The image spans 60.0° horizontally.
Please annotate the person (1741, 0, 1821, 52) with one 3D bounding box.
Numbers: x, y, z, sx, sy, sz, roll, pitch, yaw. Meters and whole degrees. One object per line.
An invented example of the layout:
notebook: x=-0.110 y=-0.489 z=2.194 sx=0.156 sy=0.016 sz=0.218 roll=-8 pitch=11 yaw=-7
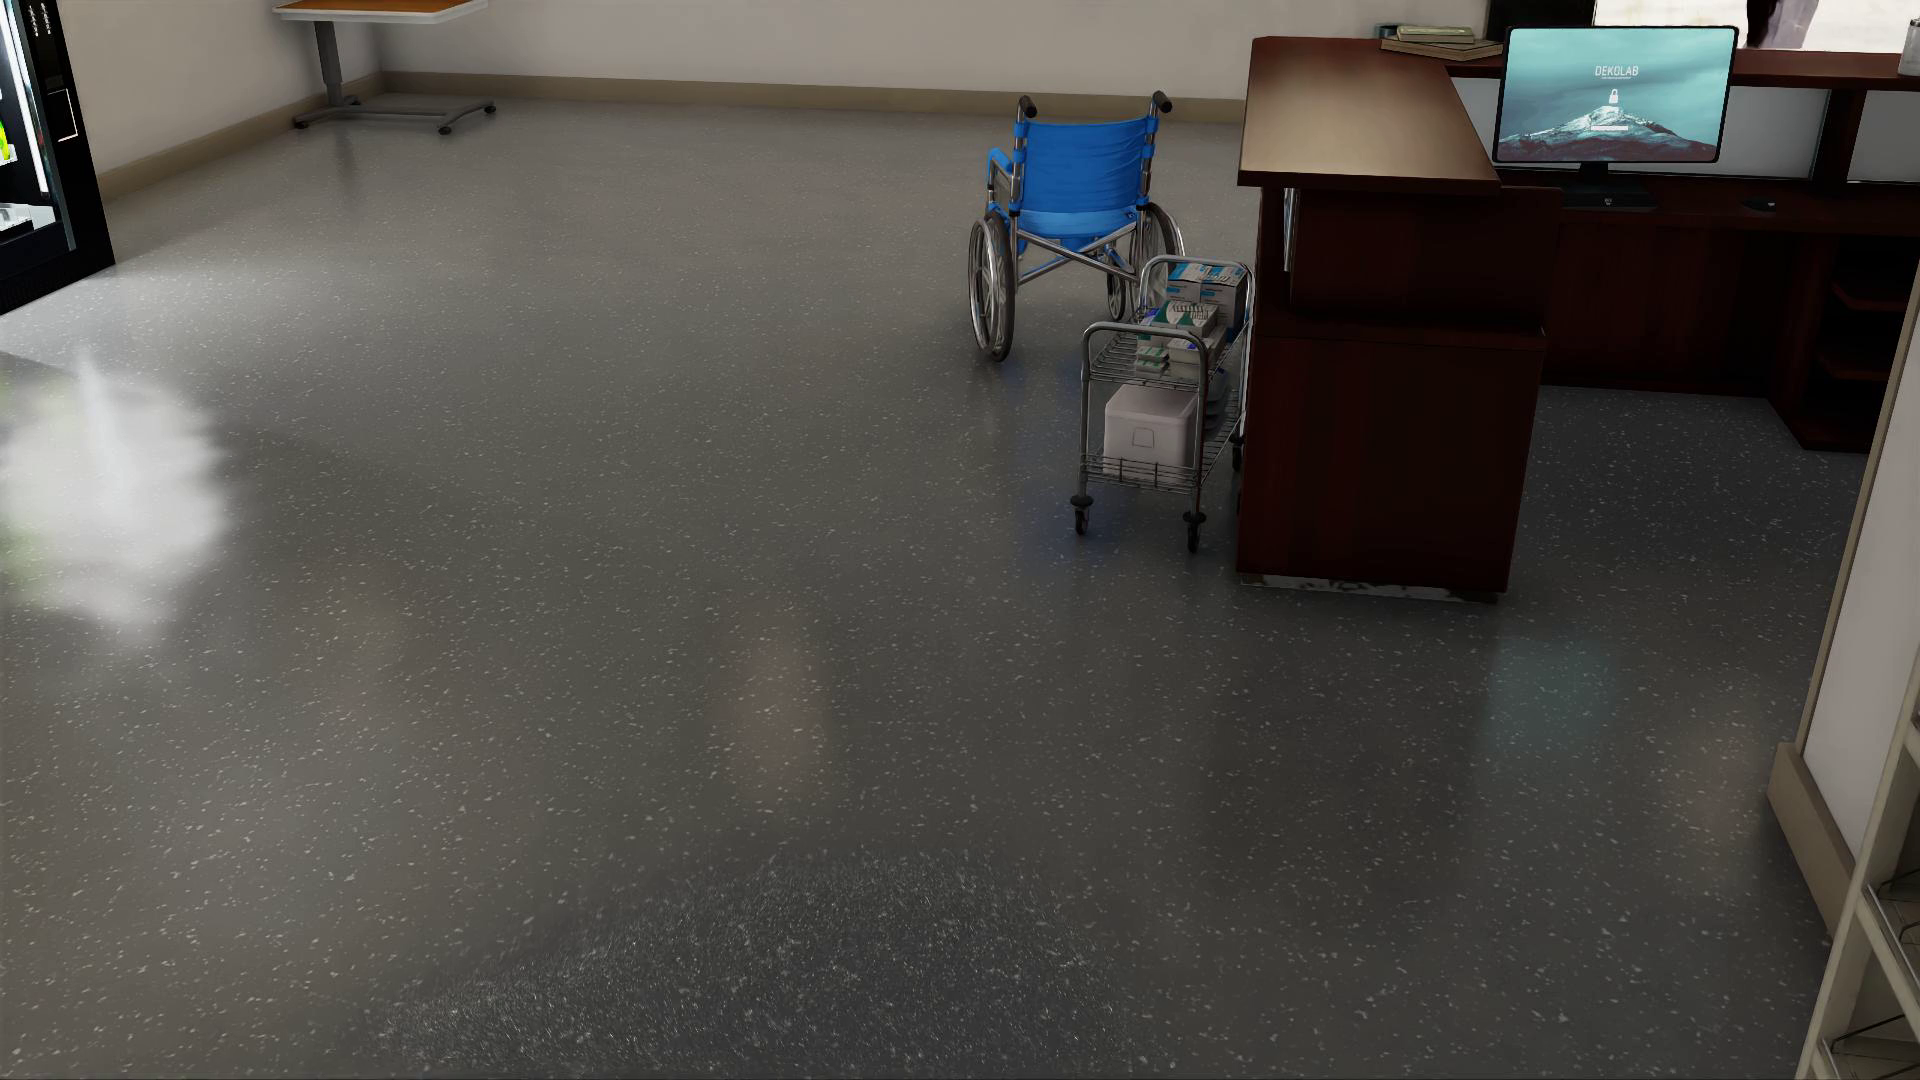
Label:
person: x=3.739 y=-2.156 z=7.989 sx=0.748 sy=1.787 sz=0.723 roll=-1 pitch=26 yaw=-1
